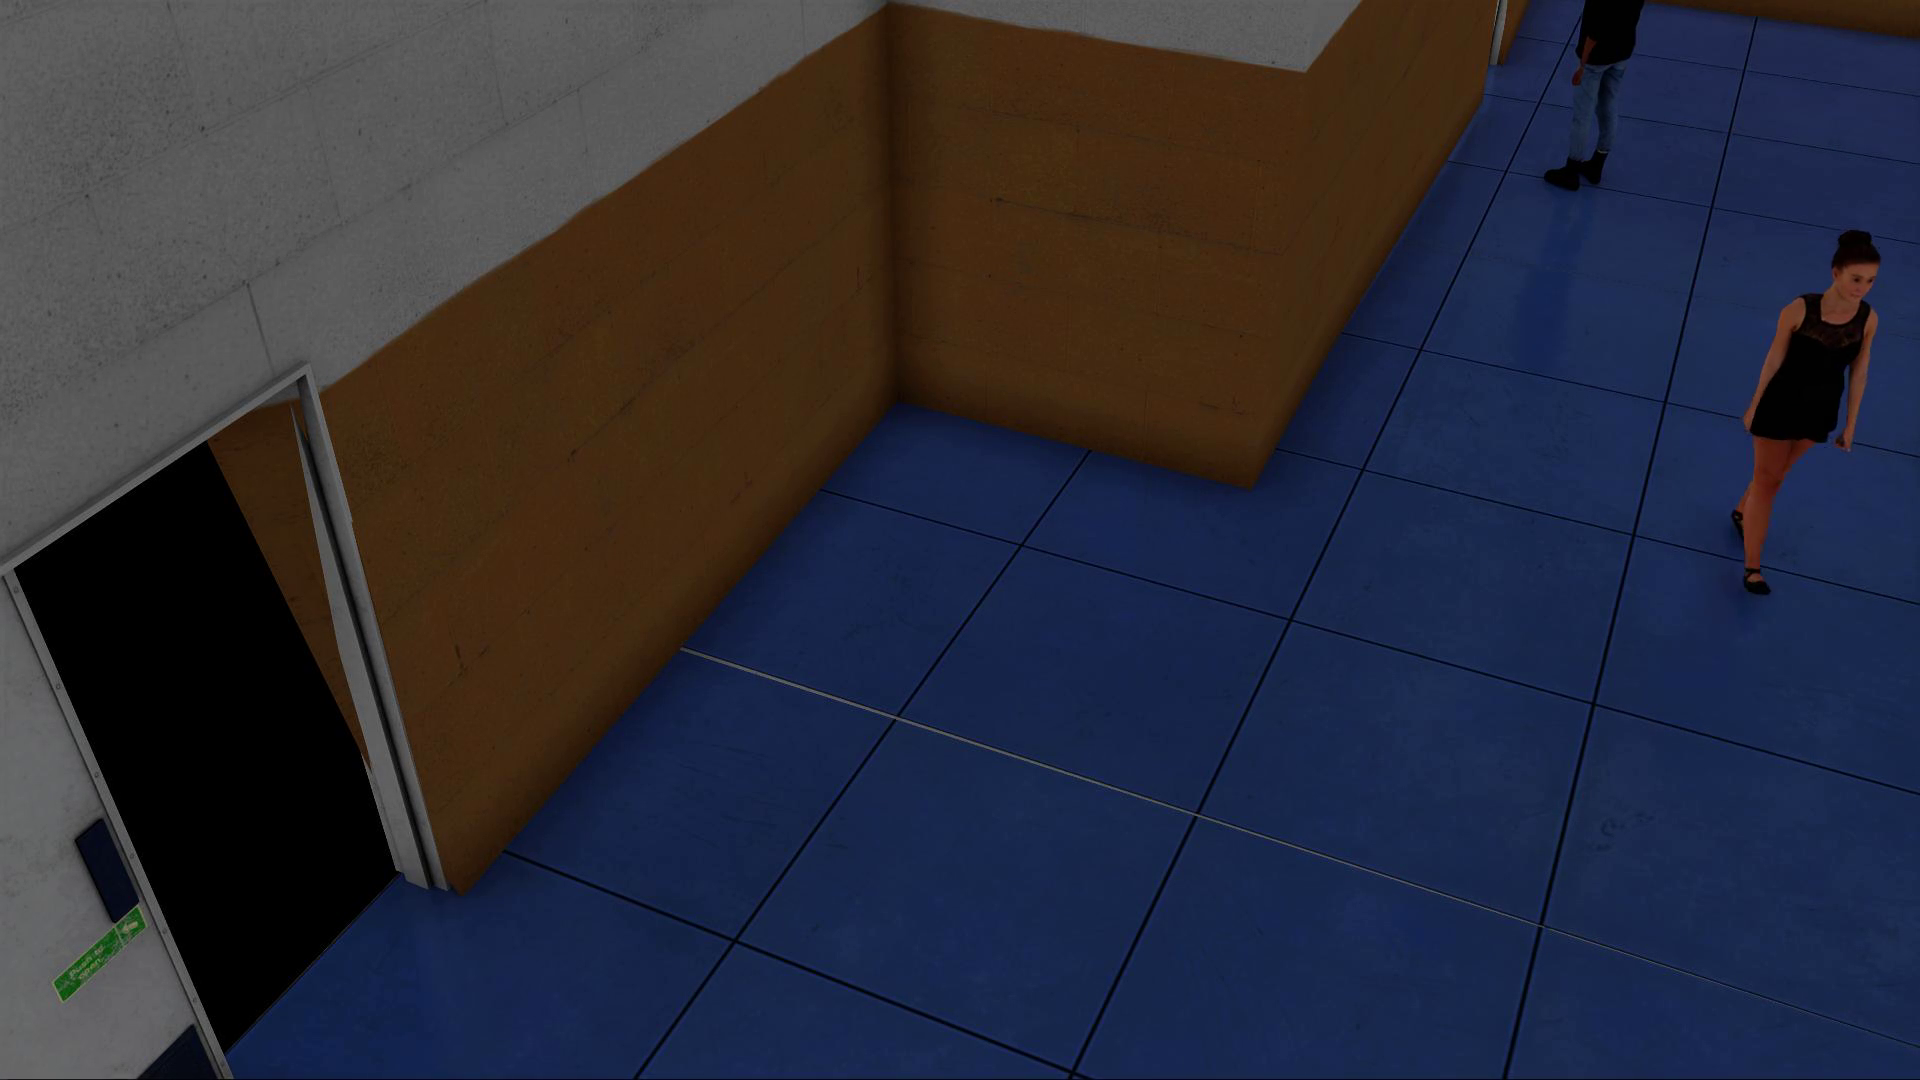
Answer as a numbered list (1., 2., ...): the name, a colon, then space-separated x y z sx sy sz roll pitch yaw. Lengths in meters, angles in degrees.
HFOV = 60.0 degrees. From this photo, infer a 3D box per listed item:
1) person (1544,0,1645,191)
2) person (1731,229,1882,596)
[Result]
1. person: 4.174 -3.107 10.779 0.667 1.701 0.719 -15 39 -19
2. person: 3.778 -0.634 7.528 0.960 1.650 0.861 3 37 4
